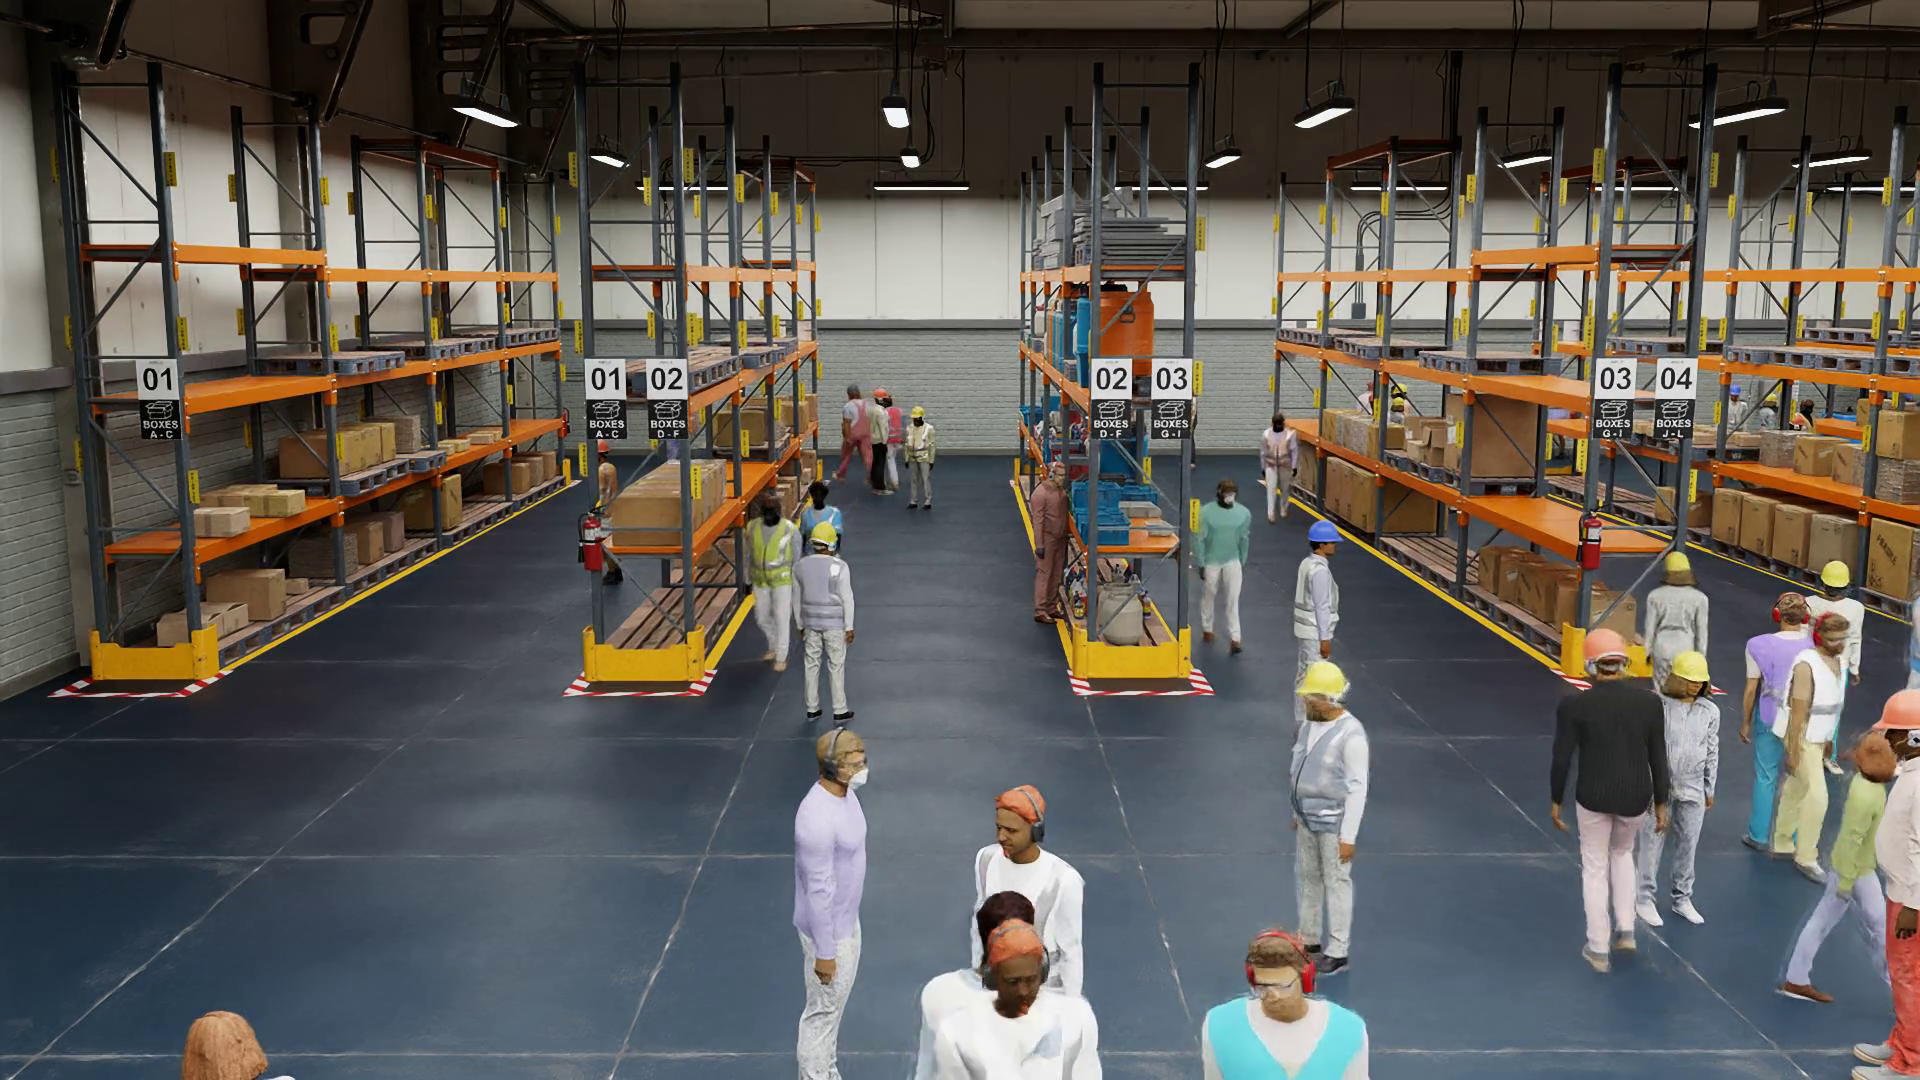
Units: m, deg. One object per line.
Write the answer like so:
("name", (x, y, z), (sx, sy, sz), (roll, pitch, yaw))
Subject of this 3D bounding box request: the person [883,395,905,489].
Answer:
("person", (-1.423, -1.892, 32.054), (0.639, 1.809, 0.764), (-8, 12, -43))

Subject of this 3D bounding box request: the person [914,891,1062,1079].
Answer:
("person", (0.048, 2.169, 5.767), (0.607, 1.872, 0.934), (9, 12, 44))

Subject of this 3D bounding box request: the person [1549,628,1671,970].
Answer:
("person", (3.769, 1.504, 9.719), (0.644, 1.960, 0.555), (1, 9, 3))

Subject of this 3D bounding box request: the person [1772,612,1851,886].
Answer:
("person", (5.701, 1.366, 11.083), (0.669, 1.811, 0.551), (-9, 12, -44))

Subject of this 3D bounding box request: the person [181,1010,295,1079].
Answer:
("person", (-2.357, 2.334, 5.470), (0.289, 1.625, 0.497), (5, 10, 29))

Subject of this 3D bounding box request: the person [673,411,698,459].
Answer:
("person", (-5.658, -2.279, 33.984), (0.649, 1.982, 0.495), (2, 9, 14))

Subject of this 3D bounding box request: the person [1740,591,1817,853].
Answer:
("person", (5.730, 1.275, 11.561), (0.567, 1.846, 0.389), (2, 9, 11))

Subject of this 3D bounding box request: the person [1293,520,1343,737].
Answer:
("person", (3.073, 0.794, 14.331), (0.395, 1.949, 0.602), (0, 9, -1))

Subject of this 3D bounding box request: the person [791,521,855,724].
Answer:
("person", (-1.217, 0.743, 15.024), (0.589, 1.834, 0.403), (3, 9, 20))

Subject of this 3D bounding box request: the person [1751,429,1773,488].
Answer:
("person", (12.941, -0.970, 26.709), (0.527, 1.623, 0.383), (0, 9, 3))

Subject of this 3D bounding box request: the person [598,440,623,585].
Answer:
("person", (-4.699, -0.370, 21.918), (0.407, 1.928, 0.543), (1, 9, 4))

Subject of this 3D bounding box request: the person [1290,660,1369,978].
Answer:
("person", (2.108, 1.596, 9.583), (0.405, 1.822, 0.626), (-3, 9, -19))

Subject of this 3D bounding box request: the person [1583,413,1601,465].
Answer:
("person", (13.719, -2.549, 36.017), (0.650, 1.900, 0.398), (-8, 12, -41))

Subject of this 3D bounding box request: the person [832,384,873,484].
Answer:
("person", (-2.065, -2.125, 32.815), (0.698, 2.000, 1.064), (-9, 12, -44))

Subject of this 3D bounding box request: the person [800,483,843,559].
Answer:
("person", (-1.627, 0.164, 19.299), (0.544, 1.645, 0.861), (2, 9, 11))

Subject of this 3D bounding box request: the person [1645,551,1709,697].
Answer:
("person", (6.036, 0.951, 14.052), (0.501, 1.721, 0.588), (5, 10, 28))

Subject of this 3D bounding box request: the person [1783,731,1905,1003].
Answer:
("person", (4.949, 1.803, 8.993), (0.856, 1.576, 0.493), (4, 10, 27))

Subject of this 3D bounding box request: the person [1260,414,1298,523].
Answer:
("person", (5.335, -1.222, 27.813), (0.637, 1.805, 0.959), (2, 9, 15))

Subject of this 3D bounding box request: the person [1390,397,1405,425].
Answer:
("person", (8.484, -1.903, 32.339), (0.307, 1.745, 0.484), (-4, 10, -27))

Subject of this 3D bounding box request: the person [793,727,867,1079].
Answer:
("person", (-0.596, 1.818, 7.783), (0.352, 1.936, 0.635), (1, 9, 6))

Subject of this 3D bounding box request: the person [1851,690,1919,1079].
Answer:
("person", (4.700, 1.725, 8.259), (0.411, 1.980, 0.625), (4, 10, 24))

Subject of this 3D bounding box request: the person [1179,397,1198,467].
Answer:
("person", (4.918, -2.469, 35.695), (0.343, 1.840, 0.505), (-1, 9, -4))

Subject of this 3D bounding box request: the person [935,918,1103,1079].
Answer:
("person", (0.186, 2.172, 5.821), (0.566, 1.853, 0.927), (-2, 9, -13))

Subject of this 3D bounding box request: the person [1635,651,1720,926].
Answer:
("person", (4.447, 1.531, 10.283), (0.481, 1.734, 0.329), (0, 9, -3))

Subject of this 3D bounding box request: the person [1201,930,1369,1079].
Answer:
("person", (1.116, 2.217, 5.649), (0.572, 1.790, 0.908), (0, 9, -1))

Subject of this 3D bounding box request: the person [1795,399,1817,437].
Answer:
("person", (15.447, -1.660, 30.469), (0.634, 1.839, 0.429), (-6, 10, -32))

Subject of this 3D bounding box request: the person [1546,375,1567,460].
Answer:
("person", (13.316, -2.748, 37.160), (0.551, 1.935, 0.373), (-5, 10, -29))

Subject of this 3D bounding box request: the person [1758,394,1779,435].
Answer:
("person", (16.305, -2.087, 33.575), (0.323, 1.730, 0.491), (0, 9, 1))

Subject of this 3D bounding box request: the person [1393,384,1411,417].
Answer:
("person", (8.941, -2.200, 33.679), (0.383, 1.923, 0.588), (1, 9, 7))

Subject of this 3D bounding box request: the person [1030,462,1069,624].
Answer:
("person", (1.086, 0.025, 19.474), (0.401, 1.893, 0.652), (6, 11, 35))

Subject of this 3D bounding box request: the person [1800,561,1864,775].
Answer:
("person", (6.995, 1.029, 13.436), (0.523, 1.759, 0.335), (2, 9, 11))

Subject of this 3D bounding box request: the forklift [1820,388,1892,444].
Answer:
("forklift", (20.072, -3.110, 36.462), (1.873, 2.768, 1.129), (0, 9, 0))

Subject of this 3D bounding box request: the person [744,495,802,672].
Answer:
("person", (-1.898, 0.417, 17.191), (0.653, 1.819, 0.638), (3, 9, 18))

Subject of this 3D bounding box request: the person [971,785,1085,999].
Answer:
("person", (0.276, 1.954, 7.111), (0.581, 1.879, 0.345), (8, 12, 42))

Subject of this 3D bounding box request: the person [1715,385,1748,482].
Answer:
("person", (15.350, -2.121, 33.098), (0.607, 1.943, 0.403), (0, 9, 3))

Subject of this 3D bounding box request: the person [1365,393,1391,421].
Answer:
("person", (7.729, -1.785, 31.011), (0.548, 1.926, 0.386), (0, 9, 3))

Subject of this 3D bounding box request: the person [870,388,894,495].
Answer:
("person", (-1.490, -1.835, 31.097), (0.376, 1.995, 0.608), (-4, 10, -22))

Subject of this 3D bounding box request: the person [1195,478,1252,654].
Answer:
("person", (2.839, 0.266, 17.985), (0.635, 1.884, 1.054), (0, 9, -3))

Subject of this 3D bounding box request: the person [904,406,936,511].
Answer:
("person", (-0.711, -1.417, 28.969), (0.598, 1.824, 0.403), (5, 10, 29))
